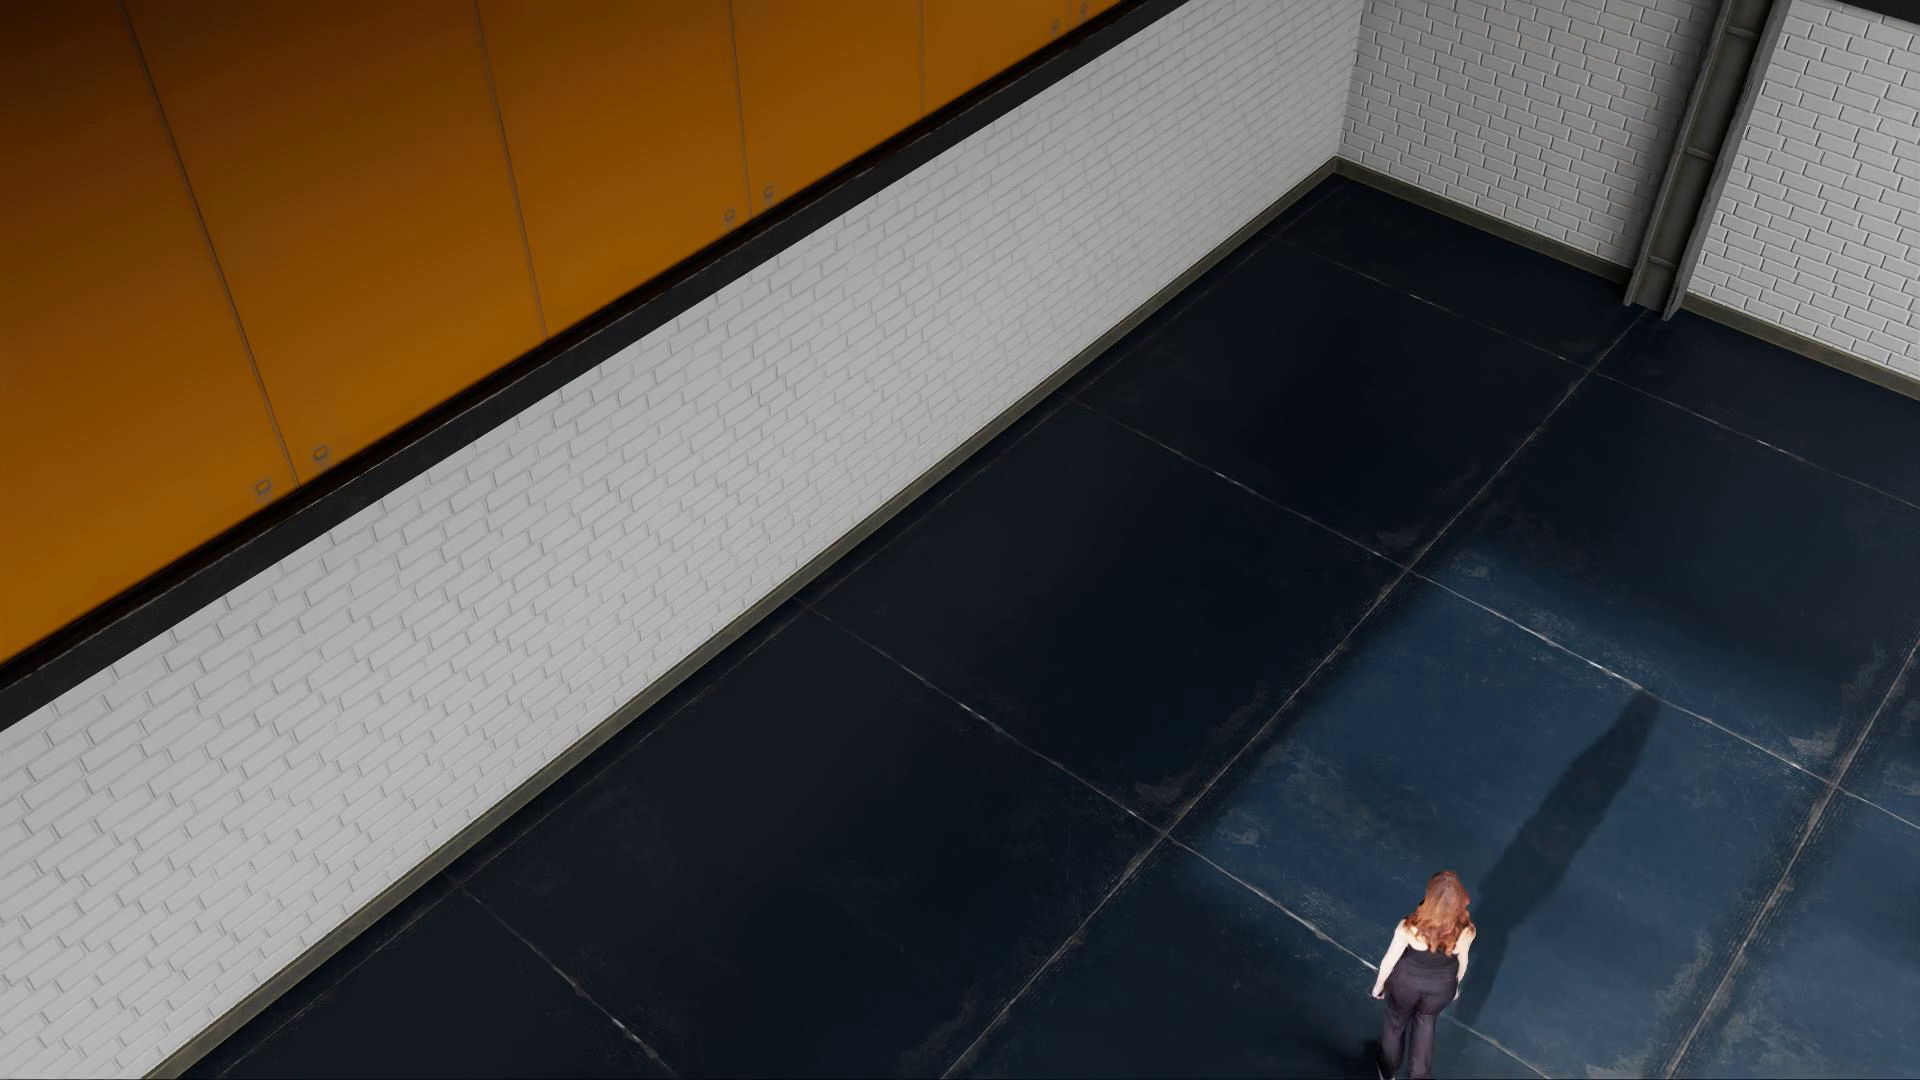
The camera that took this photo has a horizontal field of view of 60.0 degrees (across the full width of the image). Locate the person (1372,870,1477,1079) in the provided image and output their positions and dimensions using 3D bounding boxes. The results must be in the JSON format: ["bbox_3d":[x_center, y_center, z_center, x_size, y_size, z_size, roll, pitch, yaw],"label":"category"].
[{"bbox_3d":[2.322,2.311,8.334,0.823,1.733,0.865,2,44,2],"label":"person"}]
